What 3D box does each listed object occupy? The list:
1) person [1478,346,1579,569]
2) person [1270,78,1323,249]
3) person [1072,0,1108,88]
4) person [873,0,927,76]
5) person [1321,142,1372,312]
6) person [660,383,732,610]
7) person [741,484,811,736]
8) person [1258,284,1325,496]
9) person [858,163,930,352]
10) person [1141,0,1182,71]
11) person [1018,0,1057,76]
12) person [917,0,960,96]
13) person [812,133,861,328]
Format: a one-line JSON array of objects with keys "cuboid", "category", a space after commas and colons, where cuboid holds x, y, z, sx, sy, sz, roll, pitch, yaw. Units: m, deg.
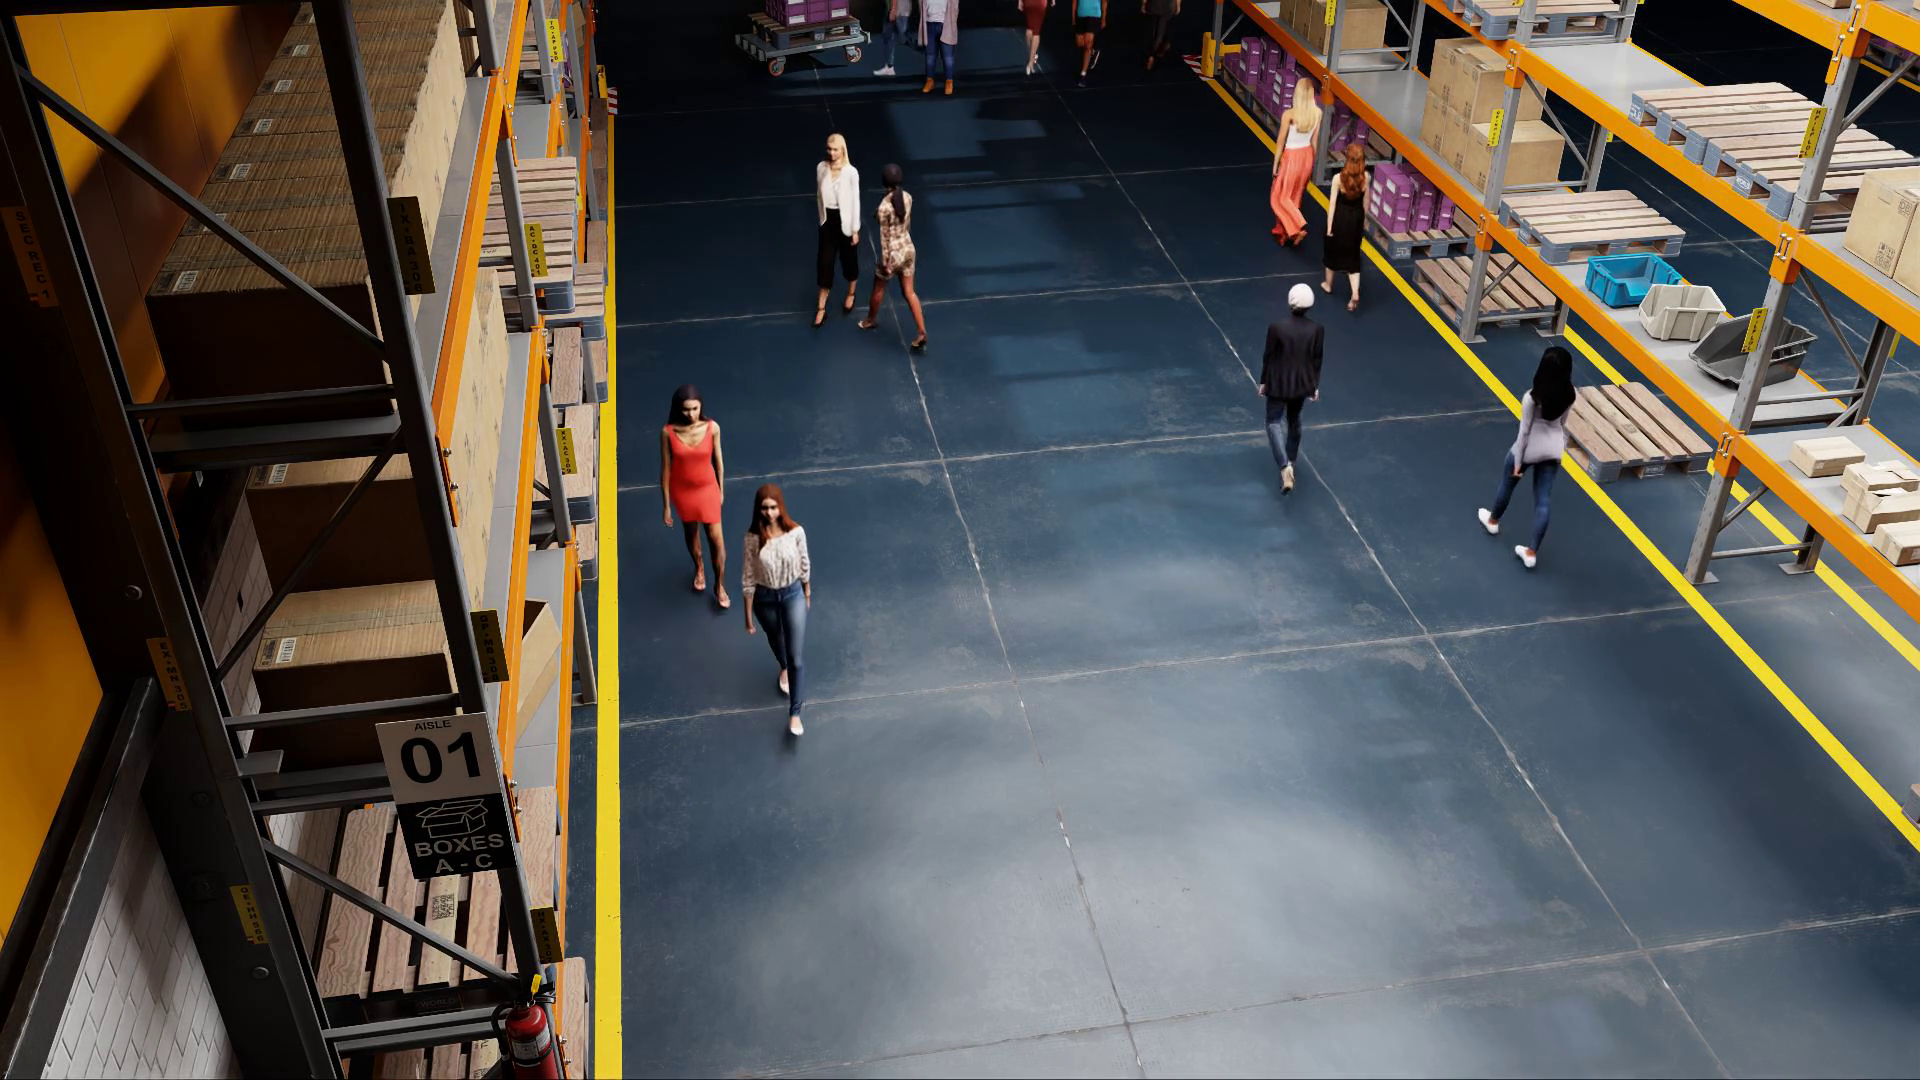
[{"cuboid": [4.273, -0.565, 12.158, 0.606, 1.707, 0.941, -5, 34, -7], "category": "person"}, {"cuboid": [3.451, -3.770, 16.907, 0.706, 1.787, 0.929, -10, 35, -15], "category": "person"}, {"cuboid": [1.691, -6.780, 21.467, 0.943, 1.751, 1.061, 14, 36, 20], "category": "person"}, {"cuboid": [-0.714, -6.936, 21.601, 0.844, 1.863, 1.070, -12, 35, -17], "category": "person"}, {"cuboid": [3.721, -2.980, 15.887, 0.627, 1.601, 1.031, -3, 34, -5], "category": "person"}, {"cuboid": [-1.910, -0.382, 11.889, 0.604, 1.700, 0.765, -5, 34, -8], "category": "person"}, {"cuboid": [-1.185, 0.346, 10.806, 0.640, 1.686, 1.093, -4, 34, -5], "category": "person"}, {"cuboid": [2.652, -1.171, 13.115, 0.789, 1.754, 1.001, -1, 34, -2], "category": "person"}, {"cuboid": [-0.509, -2.508, 15.051, 1.139, 1.739, 0.975, 29, 43, 36], "category": "person"}, {"cuboid": [2.634, -7.035, 21.935, 1.052, 1.659, 1.145, 17, 37, 24], "category": "person"}, {"cuboid": [0.969, -6.951, 21.751, 0.885, 1.723, 1.013, 12, 35, 17], "category": "person"}, {"cuboid": [-0.263, -6.551, 21.130, 0.778, 1.743, 0.768, 7, 34, 11], "category": "person"}, {"cuboid": [-1.090, -2.943, 15.627, 0.949, 1.826, 1.107, 12, 36, 18], "category": "person"}]
